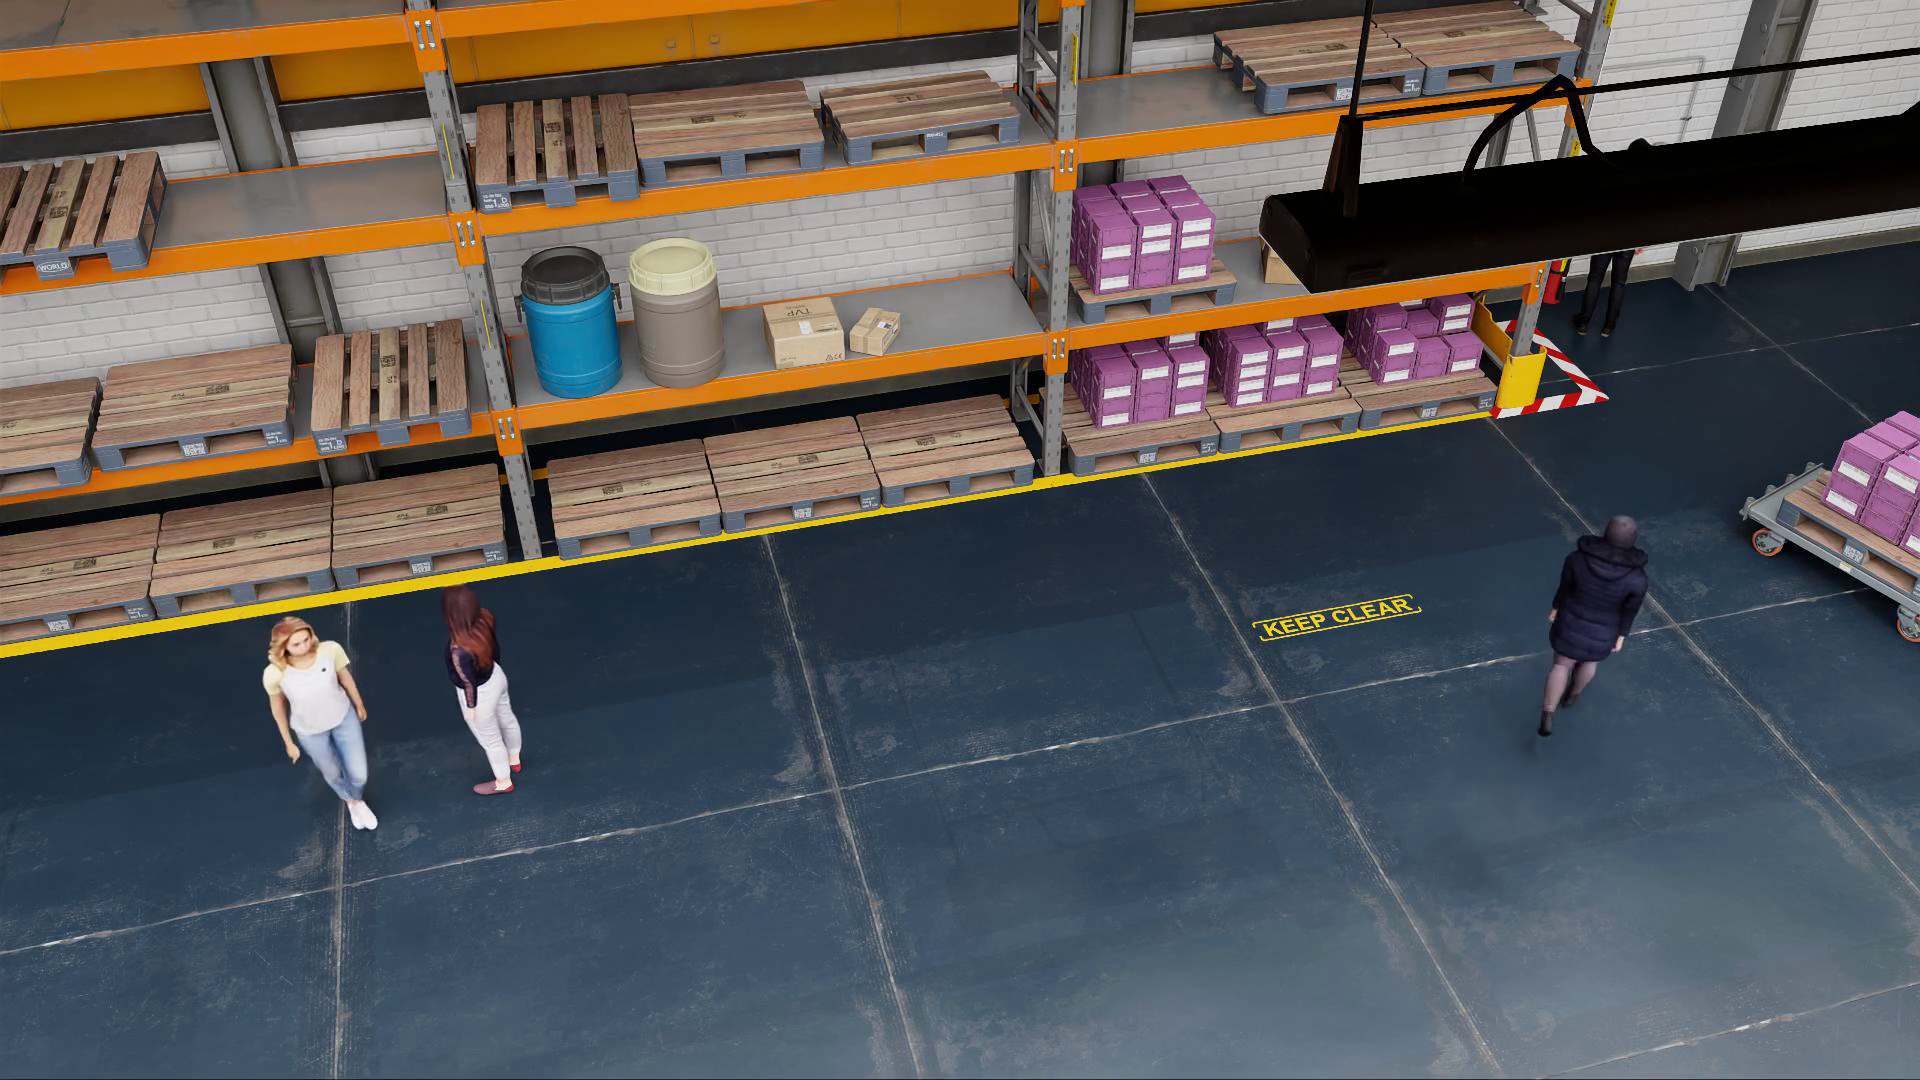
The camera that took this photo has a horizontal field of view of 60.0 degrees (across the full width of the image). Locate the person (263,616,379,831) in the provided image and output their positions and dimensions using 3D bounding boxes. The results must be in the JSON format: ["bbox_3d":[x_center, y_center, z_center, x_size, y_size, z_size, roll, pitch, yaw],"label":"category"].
[{"bbox_3d":[-3.752,1.039,9.738,0.712,1.707,0.814,-24,44,-27],"label":"person"}]

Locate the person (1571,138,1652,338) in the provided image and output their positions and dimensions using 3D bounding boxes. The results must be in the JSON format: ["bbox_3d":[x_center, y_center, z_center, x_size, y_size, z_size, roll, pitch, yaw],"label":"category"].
[{"bbox_3d":[5.598,-2.564,14.180,0.646,1.793,0.785,9,39,11],"label":"person"}]

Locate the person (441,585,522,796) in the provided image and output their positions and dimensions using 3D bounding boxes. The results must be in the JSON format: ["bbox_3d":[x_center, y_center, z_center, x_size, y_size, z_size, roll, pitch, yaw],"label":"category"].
[{"bbox_3d":[-2.886,0.896,9.996,0.672,1.607,0.674,7,39,9],"label":"person"}]

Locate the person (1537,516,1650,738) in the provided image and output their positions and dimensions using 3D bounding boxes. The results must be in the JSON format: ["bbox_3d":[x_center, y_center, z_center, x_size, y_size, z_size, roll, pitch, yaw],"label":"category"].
[{"bbox_3d":[3.901,0.555,10.386,1.047,1.654,1.106,20,43,23],"label":"person"}]
